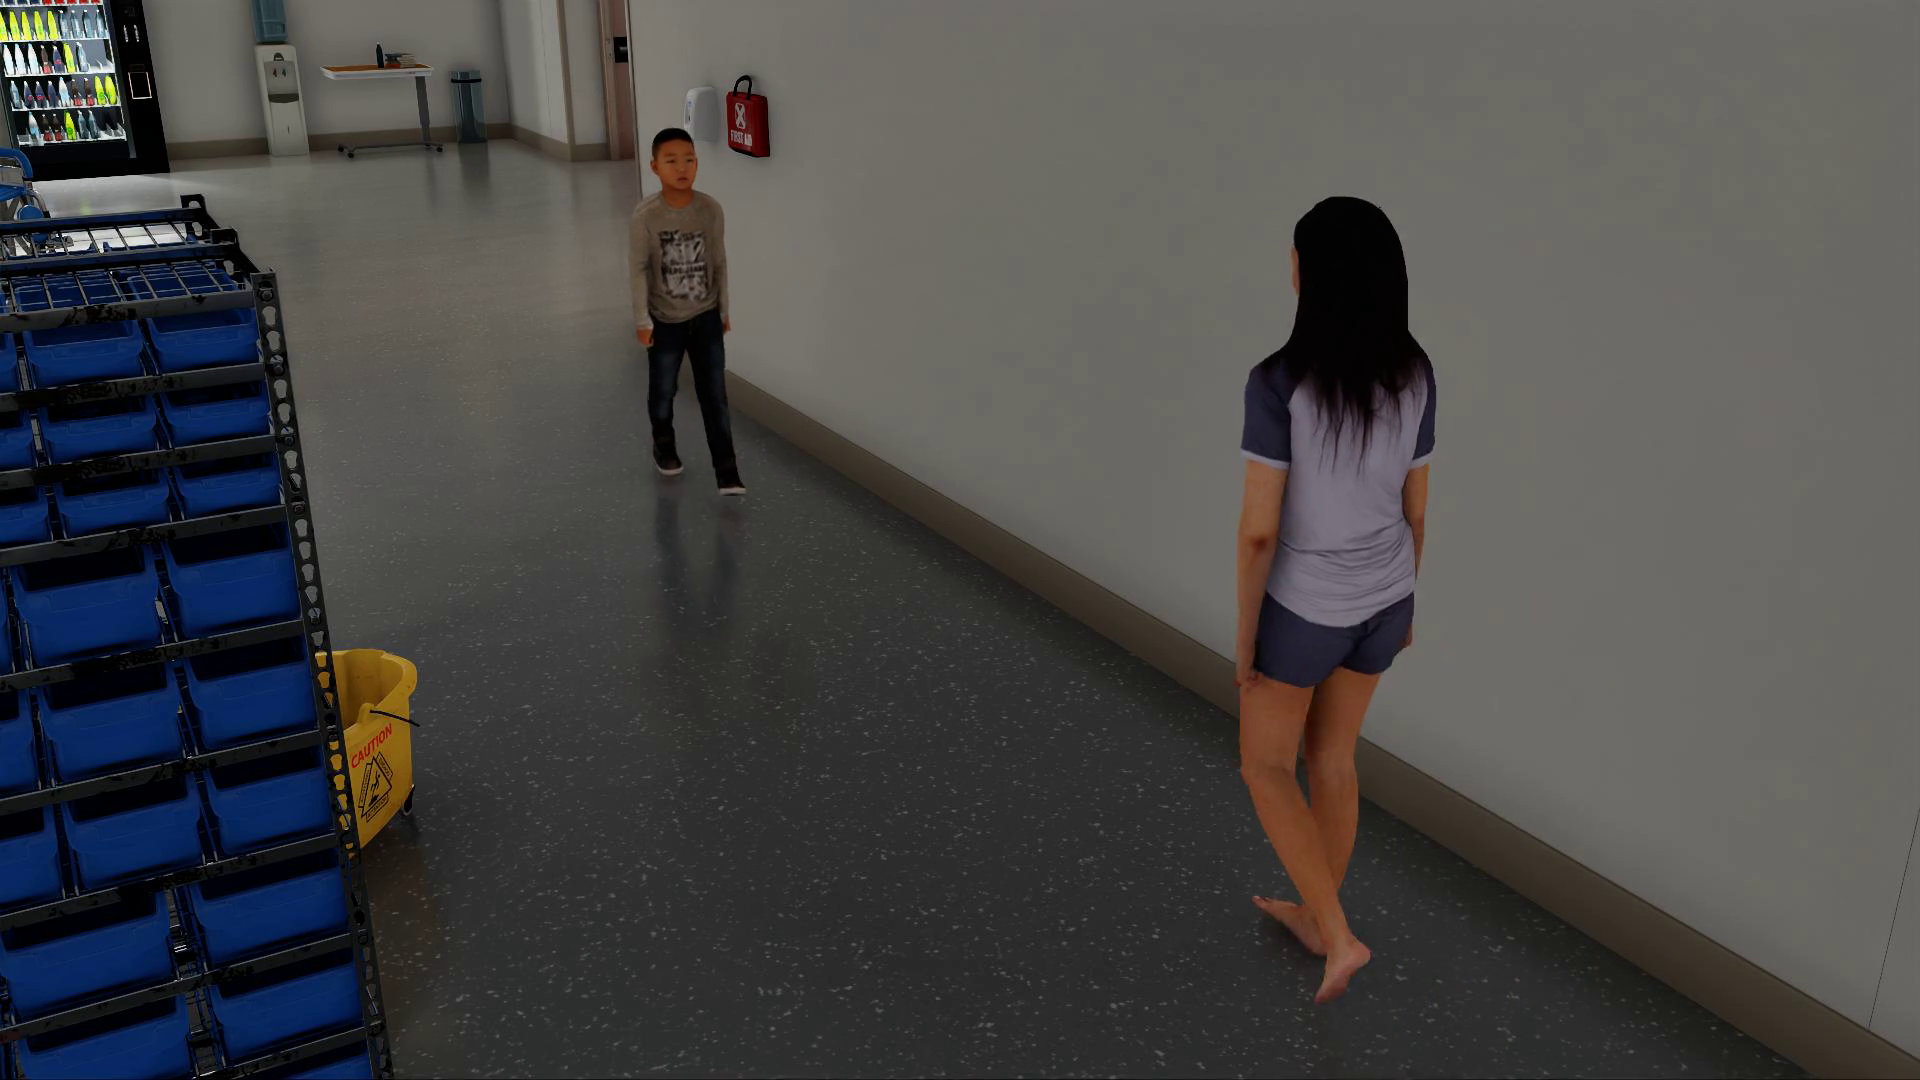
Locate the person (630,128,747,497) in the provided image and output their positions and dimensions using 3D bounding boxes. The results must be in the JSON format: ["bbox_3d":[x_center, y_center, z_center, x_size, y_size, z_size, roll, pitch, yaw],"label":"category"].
[{"bbox_3d":[-1.143,-0.903,6.695,0.952,1.428,0.700,-9,23,-22],"label":"person"}]

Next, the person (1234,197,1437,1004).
[{"bbox_3d":[0.789,0.197,3.389,0.841,1.714,0.783,-6,21,-14],"label":"person"}]
